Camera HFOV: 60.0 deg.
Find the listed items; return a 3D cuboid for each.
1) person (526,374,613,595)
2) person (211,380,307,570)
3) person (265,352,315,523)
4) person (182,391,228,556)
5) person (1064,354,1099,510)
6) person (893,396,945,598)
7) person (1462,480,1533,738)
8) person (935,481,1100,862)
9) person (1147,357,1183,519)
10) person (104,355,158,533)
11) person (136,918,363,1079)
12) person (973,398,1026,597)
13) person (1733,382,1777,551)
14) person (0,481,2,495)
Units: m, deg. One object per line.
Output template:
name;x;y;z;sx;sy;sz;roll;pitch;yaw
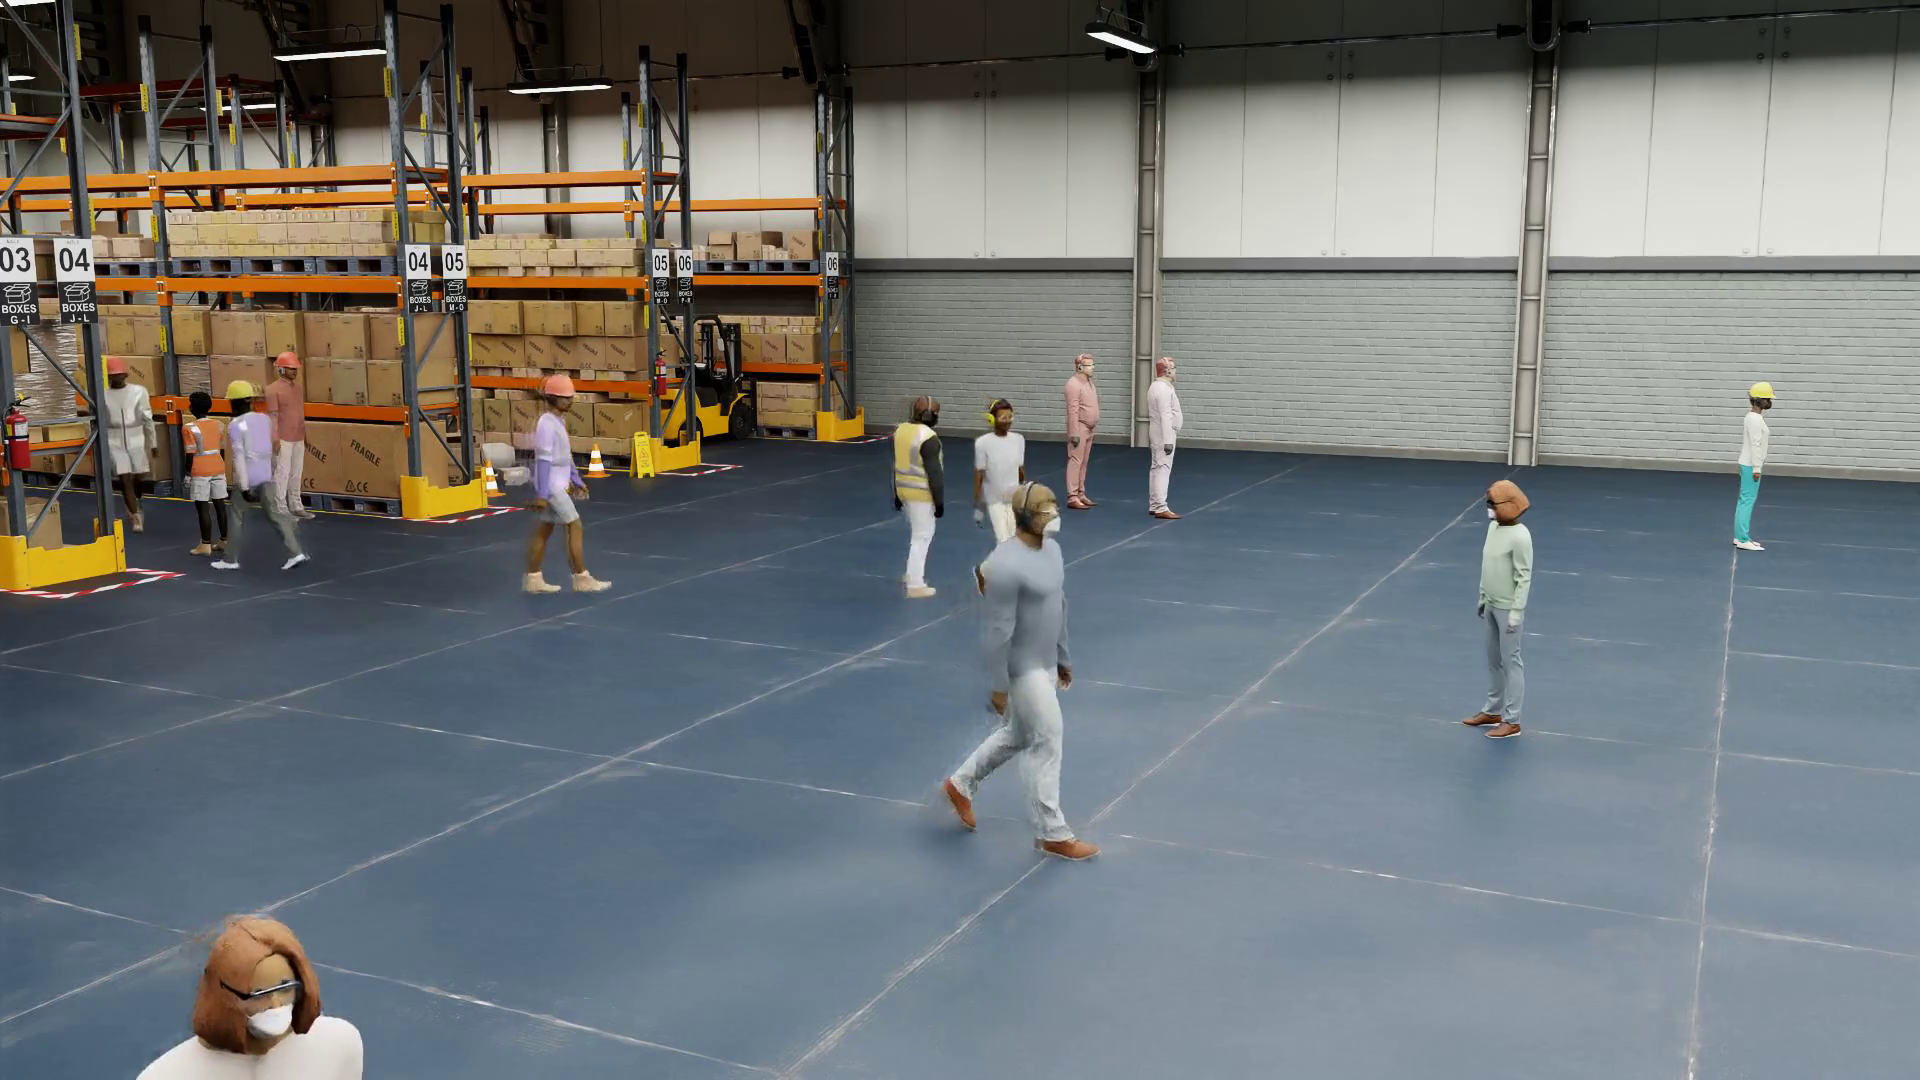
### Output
person;-3.540;-0.488;15.028;0.903;2.003;0.610;-2;9;-11
person;-6.880;-0.622;16.238;0.992;1.885;0.584;3;10;19
person;-7.820;-1.203;19.434;0.397;1.990;0.623;2;10;13
person;-7.786;-0.685;17.163;0.318;1.697;0.535;4;10;21
person;1.521;-1.340;20.536;0.401;1.910;0.642;4;10;23
person;-0.333;-0.384;14.945;0.488;1.821;0.646;-6;11;-31
person;3.422;0.430;10.518;0.278;1.633;0.498;-1;9;-8
person;0.274;0.637;8.428;0.905;1.919;0.633;4;10;25
person;2.436;-1.210;19.724;0.410;1.913;0.651;-1;9;-5
person;-9.376;-1.085;18.675;0.639;2.007;0.665;-5;11;-29
person;-1.525;1.581;3.617;0.512;1.587;0.872;-7;12;-37
person;0.344;-0.333;14.565;0.527;1.845;0.796;-6;11;-32
person;8.370;-0.774;17.506;0.315;1.766;0.533;3;10;19
person;-11.630;-1.174;19.583;0.982;1.879;0.584;6;11;32
